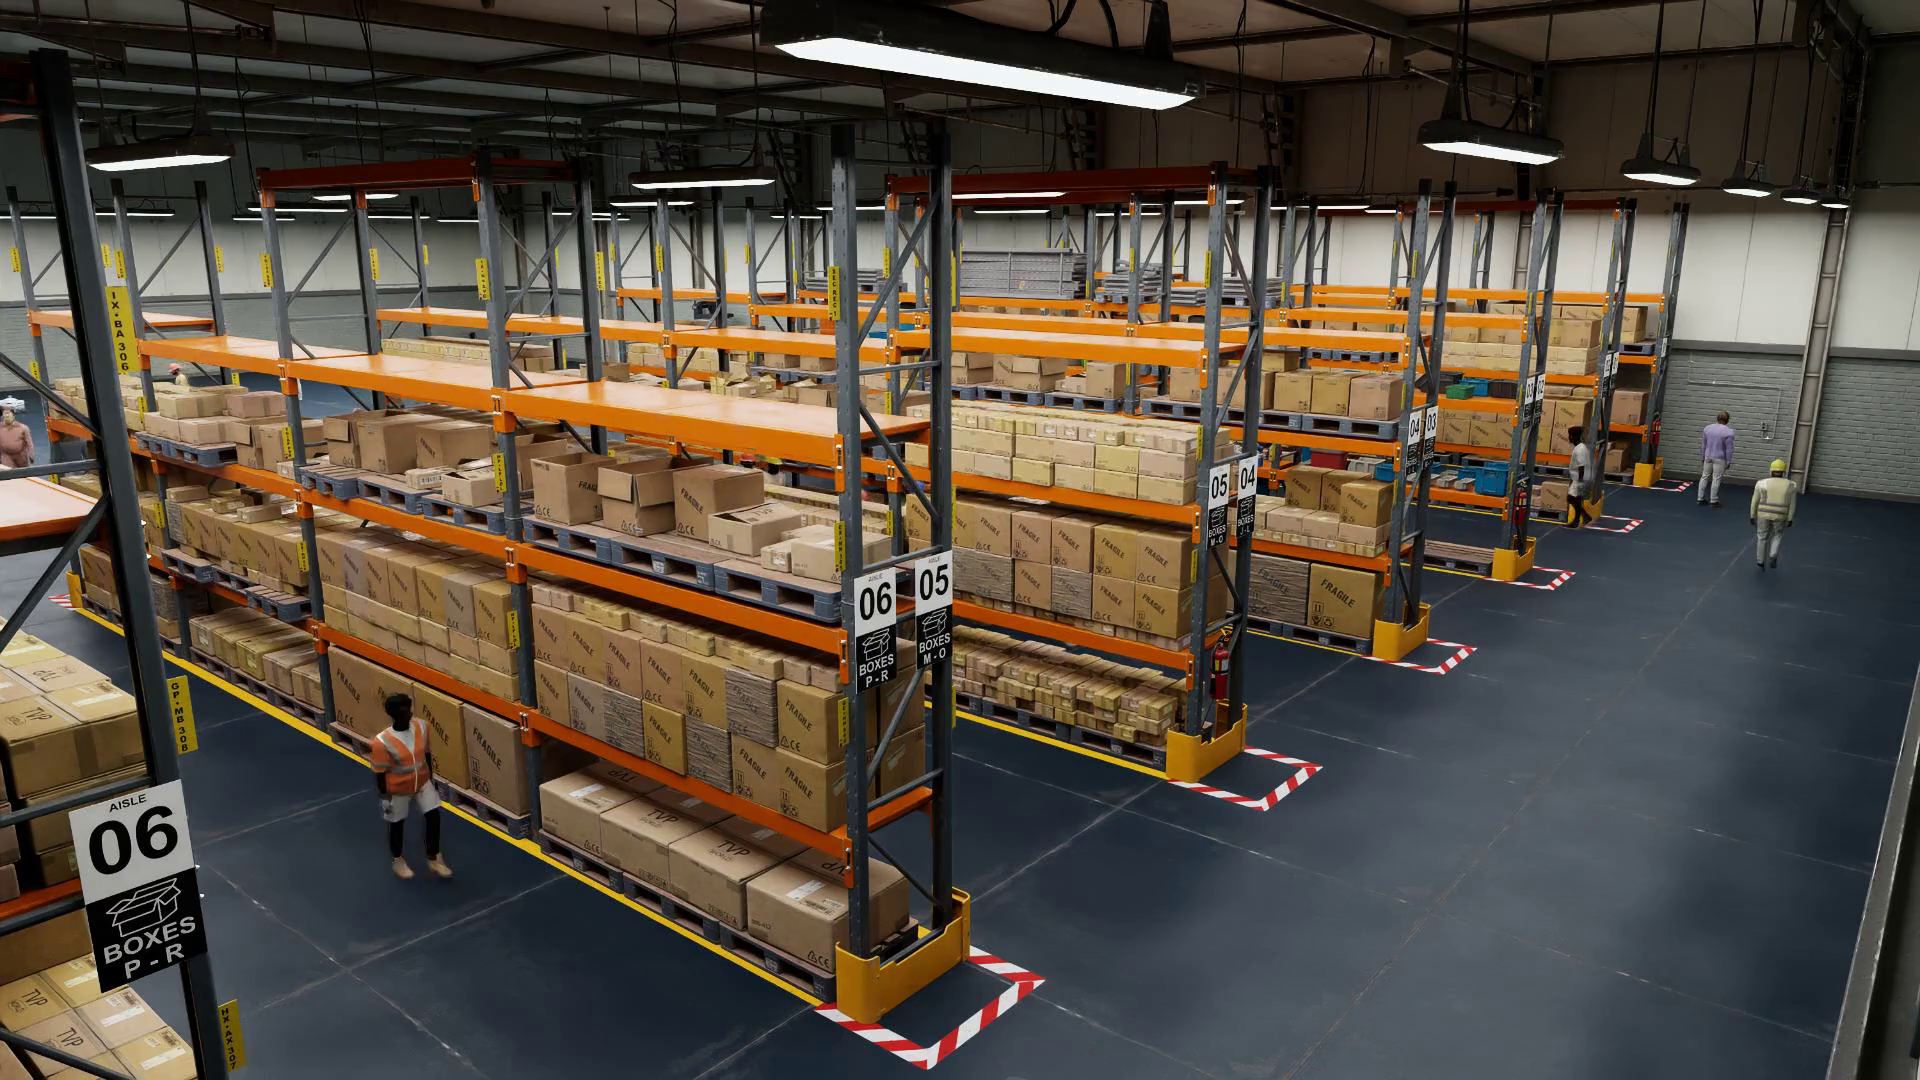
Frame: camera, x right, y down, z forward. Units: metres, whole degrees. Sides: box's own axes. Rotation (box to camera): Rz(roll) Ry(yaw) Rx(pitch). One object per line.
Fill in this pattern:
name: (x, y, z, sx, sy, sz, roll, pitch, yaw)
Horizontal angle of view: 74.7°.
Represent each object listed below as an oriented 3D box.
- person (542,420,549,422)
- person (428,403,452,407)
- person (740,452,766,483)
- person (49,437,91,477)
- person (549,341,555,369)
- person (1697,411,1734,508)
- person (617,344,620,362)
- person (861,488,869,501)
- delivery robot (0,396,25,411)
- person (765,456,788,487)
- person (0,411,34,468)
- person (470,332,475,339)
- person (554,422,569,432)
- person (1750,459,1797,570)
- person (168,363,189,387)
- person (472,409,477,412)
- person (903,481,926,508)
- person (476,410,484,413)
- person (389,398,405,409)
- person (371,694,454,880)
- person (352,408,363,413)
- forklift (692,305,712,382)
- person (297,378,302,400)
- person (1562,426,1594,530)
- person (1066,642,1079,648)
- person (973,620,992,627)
person: (-9.464, -2.547, 29.247, 0.531, 1.854, 0.604, -4, 14, -17)
person: (-12.925, -3.060, 31.368, 0.574, 1.843, 0.375, -8, 16, -28)
person: (-3.391, -0.476, 20.335, 0.610, 2.040, 0.394, -8, 16, -29)
person: (-17.144, -1.372, 24.335, 0.991, 1.902, 0.641, 9, 16, 33)
person: (-14.163, -6.026, 43.767, 0.712, 1.740, 0.551, 7, 15, 25)
person: (15.213, -1.639, 25.342, 0.374, 1.939, 0.631, -7, 15, -25)
person: (-11.245, -5.765, 42.565, 0.587, 1.813, 0.680, 6, 15, 24)
person: (-1.322, 0.230, 17.737, 0.559, 1.899, 0.898, -13, 18, -42)
delivery robot: (-29.042, -4.169, 38.516, 0.707, 0.478, 0.477, 2, 14, 10)
person: (-3.002, -0.487, 20.653, 0.748, 1.900, 0.623, 11, 18, 39)
person: (-19.429, -1.729, 25.882, 0.669, 1.850, 1.002, -8, 16, -31)
person: (-19.030, -7.298, 49.204, 0.870, 1.656, 0.531, 4, 14, 18)
person: (-7.842, -1.510, 24.611, 0.415, 2.033, 0.622, 4, 14, 16)
person: (13.221, -0.411, 20.516, 0.617, 1.821, 0.426, 7, 15, 27)
person: (-21.601, -3.968, 34.978, 0.503, 1.904, 0.606, -13, 18, -42)
person: (-13.611, -4.005, 35.163, 0.446, 1.887, 0.668, -8, 16, -31)
person: (-0.668, 0.066, 18.317, 0.594, 1.934, 0.622, 12, 18, 42)
person: (-9.723, -1.716, 25.721, 0.448, 1.901, 0.626, 11, 18, 39)
person: (-15.118, -3.630, 33.523, 1.044, 1.948, 0.629, 3, 14, 11)
person: (-4.595, 2.089, 10.546, 0.686, 1.669, 0.550, 9, 16, 34)
person: (-12.381, -1.792, 26.063, 0.668, 1.887, 0.441, -12, 18, -40)
forklift: (-9.511, -7.392, 47.124, 1.873, 2.768, 1.129, 11, 17, 38)
person: (-22.013, -5.467, 41.495, 0.313, 1.739, 0.487, 5, 15, 20)
person: (11.416, -1.136, 23.261, 0.539, 1.937, 0.619, 7, 16, 28)
person: (1.366, 0.613, 16.804, 0.514, 1.585, 0.879, -8, 16, -31)
person: (0.489, 0.337, 17.375, 0.854, 1.854, 0.591, 10, 17, 36)
